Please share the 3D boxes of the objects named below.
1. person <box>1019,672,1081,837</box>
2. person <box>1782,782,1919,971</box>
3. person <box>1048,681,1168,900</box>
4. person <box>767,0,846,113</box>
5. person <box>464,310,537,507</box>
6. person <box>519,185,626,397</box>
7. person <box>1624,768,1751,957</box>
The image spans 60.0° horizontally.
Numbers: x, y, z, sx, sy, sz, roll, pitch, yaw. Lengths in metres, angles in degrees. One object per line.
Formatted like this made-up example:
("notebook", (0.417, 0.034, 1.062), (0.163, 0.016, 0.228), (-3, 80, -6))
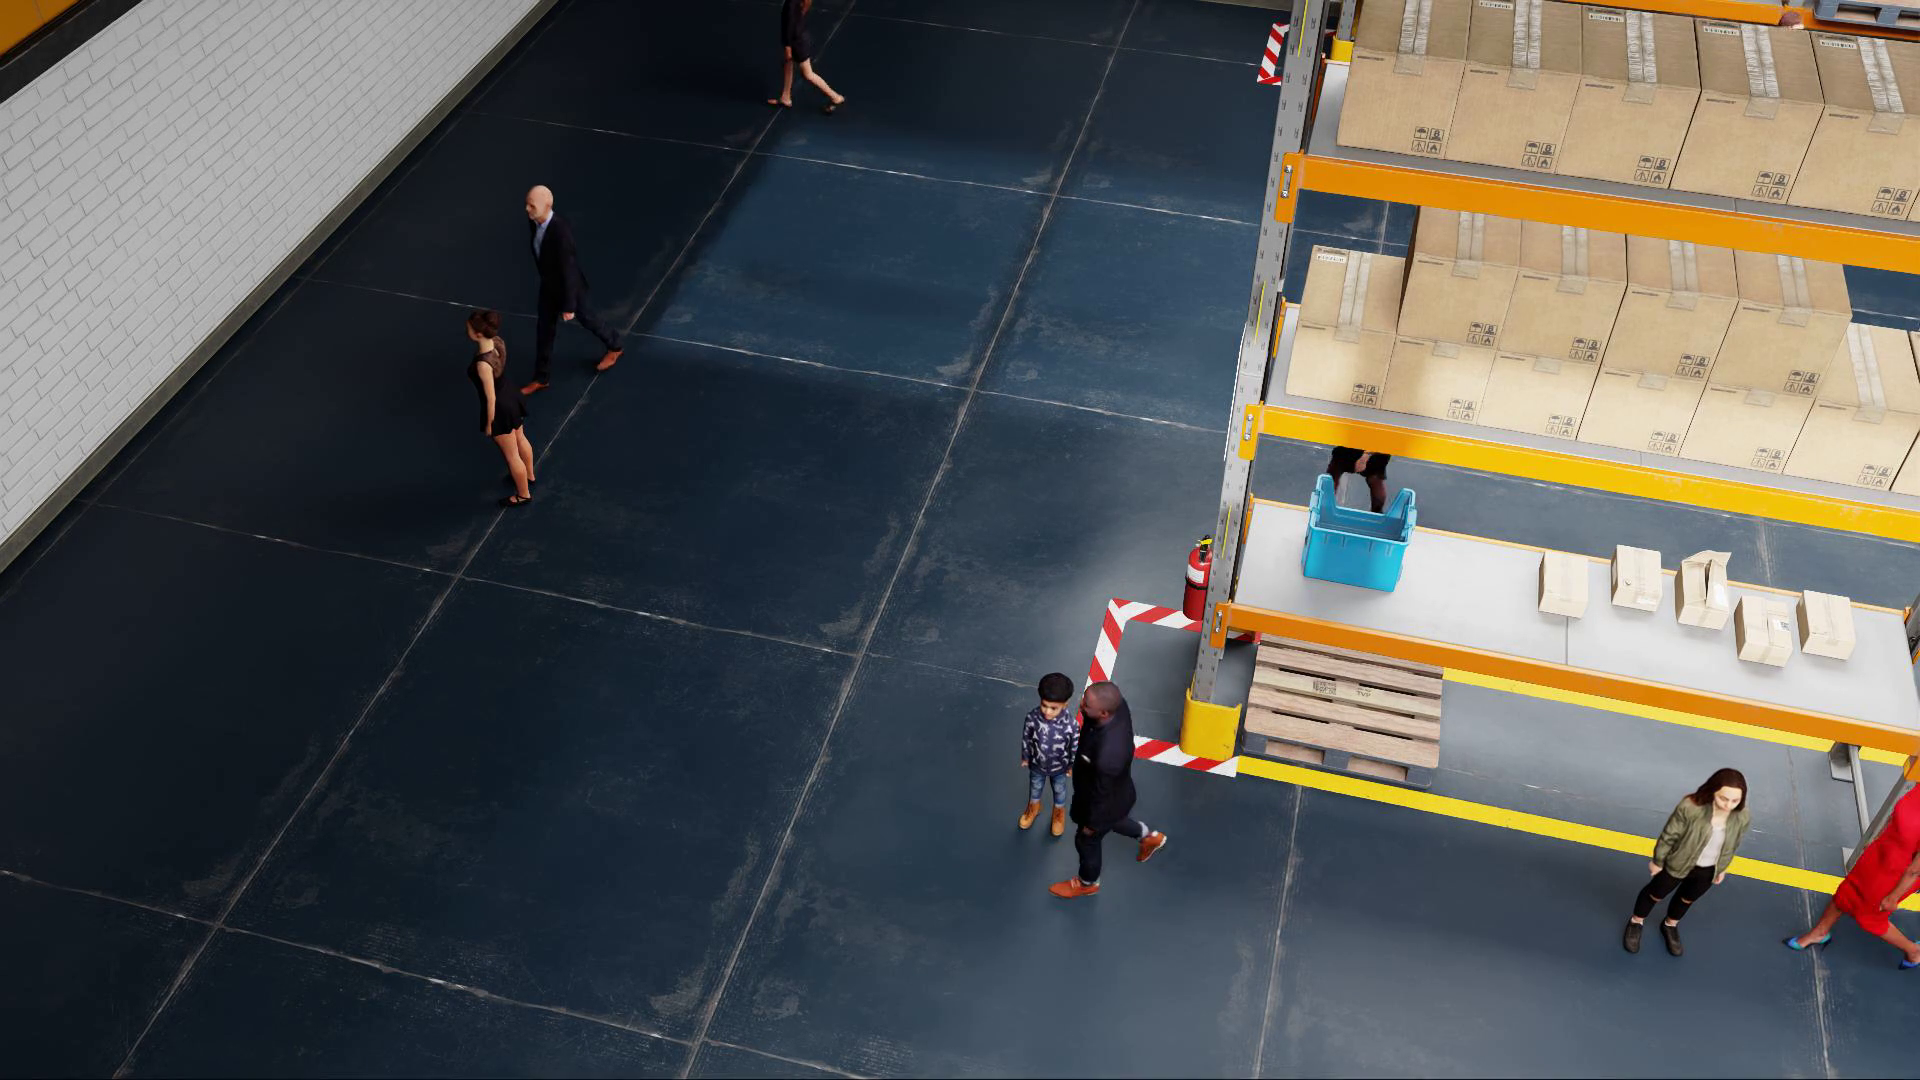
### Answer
("person", (0.534, 1.264, 9.858), (0.429, 1.251, 0.550), (11, 45, 11))
("person", (5.089, 1.792, 8.959), (0.939, 1.727, 0.631), (7, 44, 8))
("person", (0.870, 1.423, 9.293), (1.016, 1.801, 0.857), (0, 44, 0))
("person", (-1.494, -4.824, 16.049), (1.047, 1.526, 0.592), (7, 44, 7))
("person", (-3.282, -0.956, 11.886), (0.627, 1.668, 0.626), (1, 44, 1))
("person", (-3.001, -1.981, 12.903), (1.256, 1.750, 1.142), (33, 53, 30))
("person", (4.028, 1.766, 9.168), (0.497, 1.476, 0.666), (4, 44, 4))
